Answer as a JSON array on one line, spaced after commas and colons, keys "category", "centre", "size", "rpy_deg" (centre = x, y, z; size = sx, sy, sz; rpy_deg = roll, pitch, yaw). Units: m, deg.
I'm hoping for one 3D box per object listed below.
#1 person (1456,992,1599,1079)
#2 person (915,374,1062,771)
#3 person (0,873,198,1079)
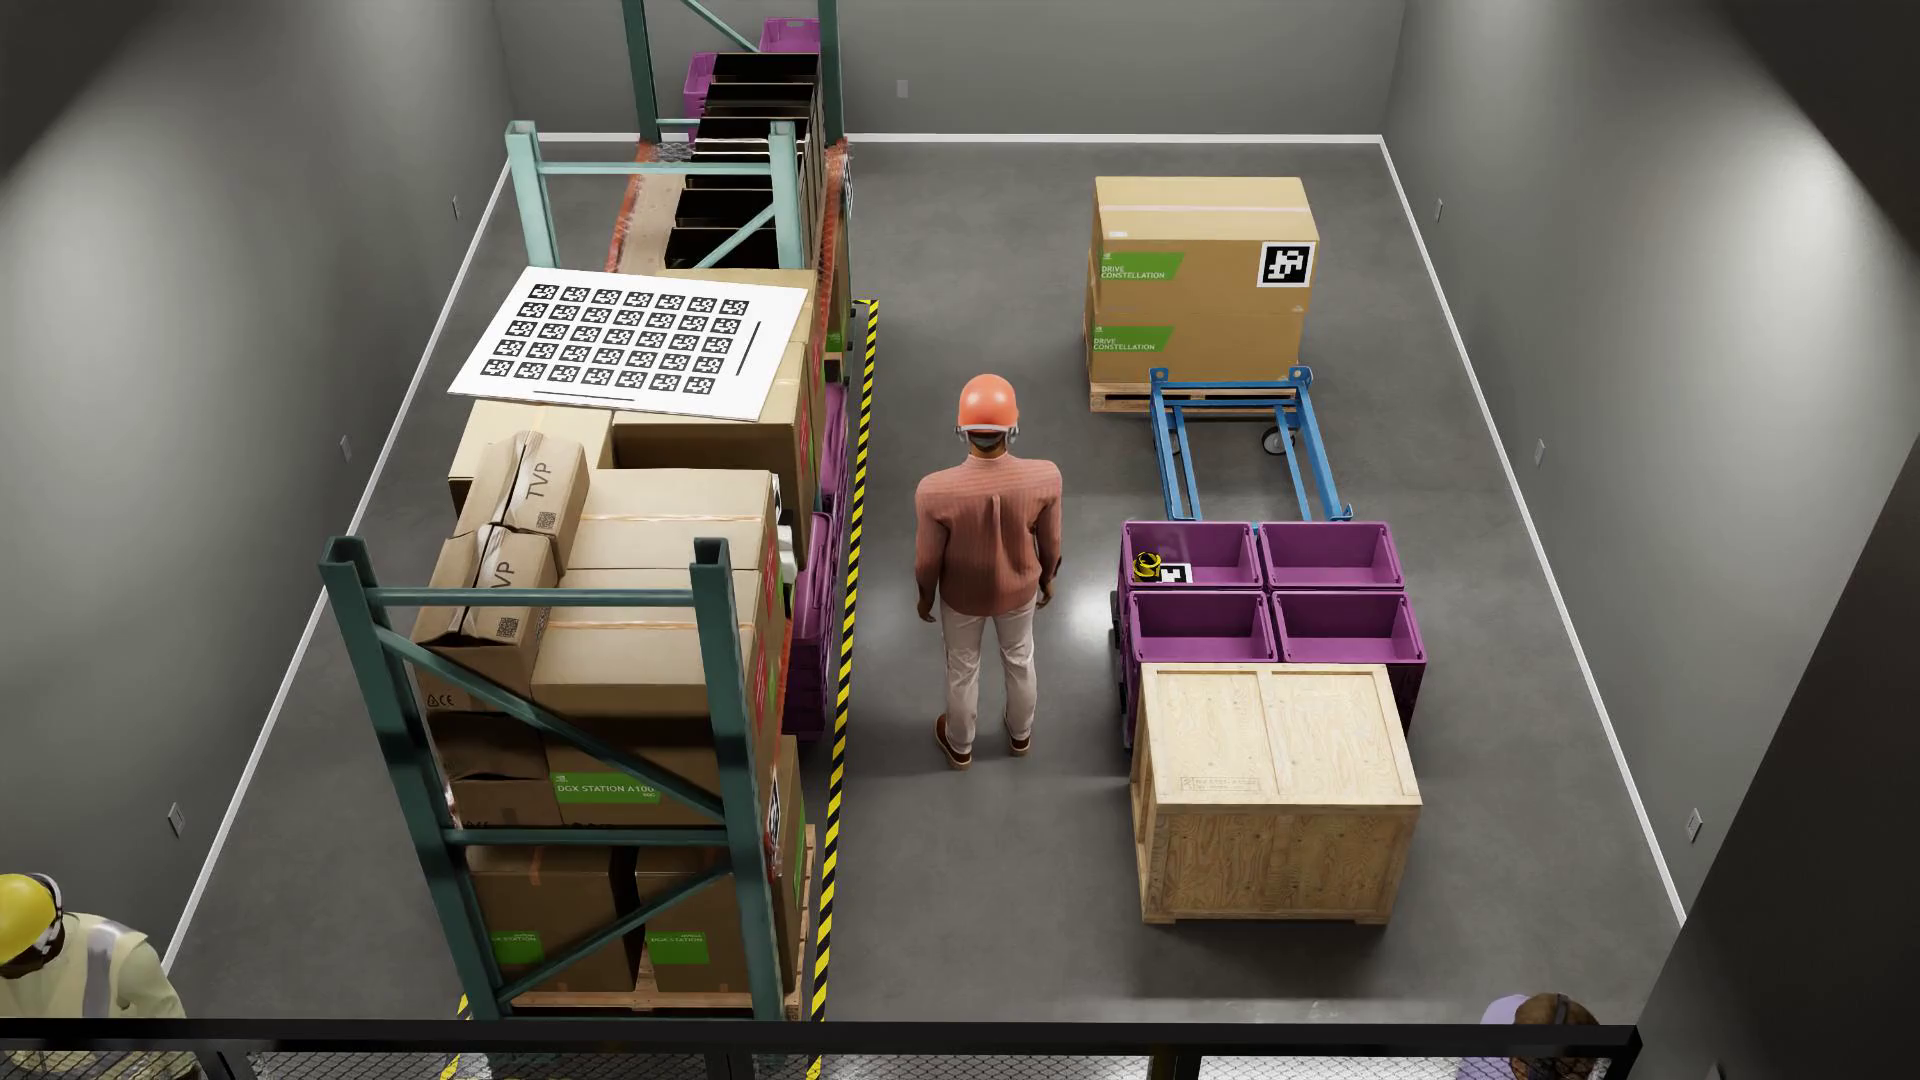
[{"category": "person", "centre": [1.535, 1.930, 4.912], "size": [0.377, 1.940, 0.628], "rpy_deg": [12, 43, 14]}, {"category": "person", "centre": [0.111, 0.172, 6.882], "size": [0.615, 1.986, 0.389], "rpy_deg": [-9, 42, -11]}, {"category": "person", "centre": [-2.746, 1.653, 5.314], "size": [0.587, 1.826, 0.404], "rpy_deg": [2, 41, 3]}]
